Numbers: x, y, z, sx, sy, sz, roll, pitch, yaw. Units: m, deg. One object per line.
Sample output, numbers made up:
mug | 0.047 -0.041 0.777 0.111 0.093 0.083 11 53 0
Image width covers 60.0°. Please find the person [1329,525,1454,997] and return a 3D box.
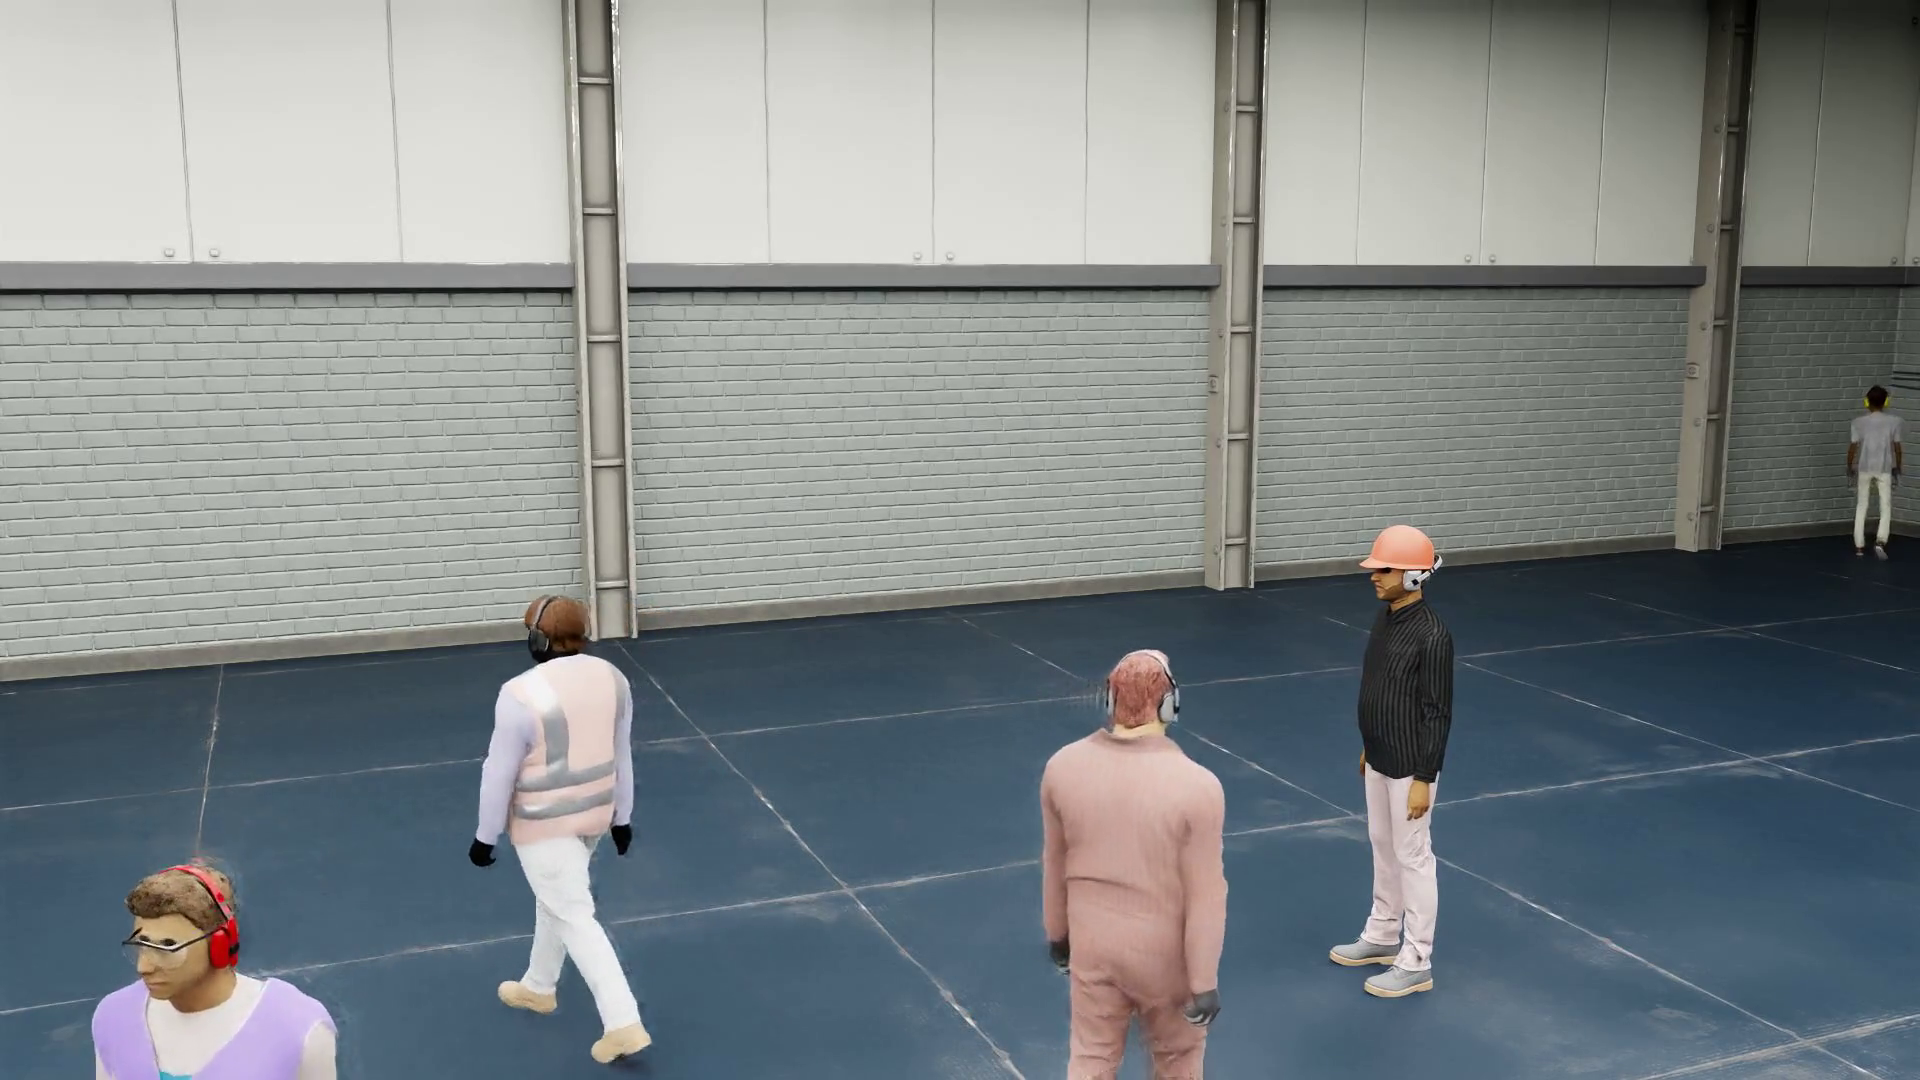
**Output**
person | 1.855 0.924 7.057 0.377 1.995 0.608 -2 9 -11

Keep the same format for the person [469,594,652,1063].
person | -1.538 1.109 6.535 0.957 1.802 0.633 5 10 29

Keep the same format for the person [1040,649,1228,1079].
person | 0.559 1.268 5.278 0.662 1.878 0.817 6 11 34

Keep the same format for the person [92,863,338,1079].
person | -1.643 1.566 3.673 0.584 1.791 0.993 3 9 17

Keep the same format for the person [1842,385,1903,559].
person | 9.813 -0.727 17.881 0.577 1.878 0.490 5 10 28
